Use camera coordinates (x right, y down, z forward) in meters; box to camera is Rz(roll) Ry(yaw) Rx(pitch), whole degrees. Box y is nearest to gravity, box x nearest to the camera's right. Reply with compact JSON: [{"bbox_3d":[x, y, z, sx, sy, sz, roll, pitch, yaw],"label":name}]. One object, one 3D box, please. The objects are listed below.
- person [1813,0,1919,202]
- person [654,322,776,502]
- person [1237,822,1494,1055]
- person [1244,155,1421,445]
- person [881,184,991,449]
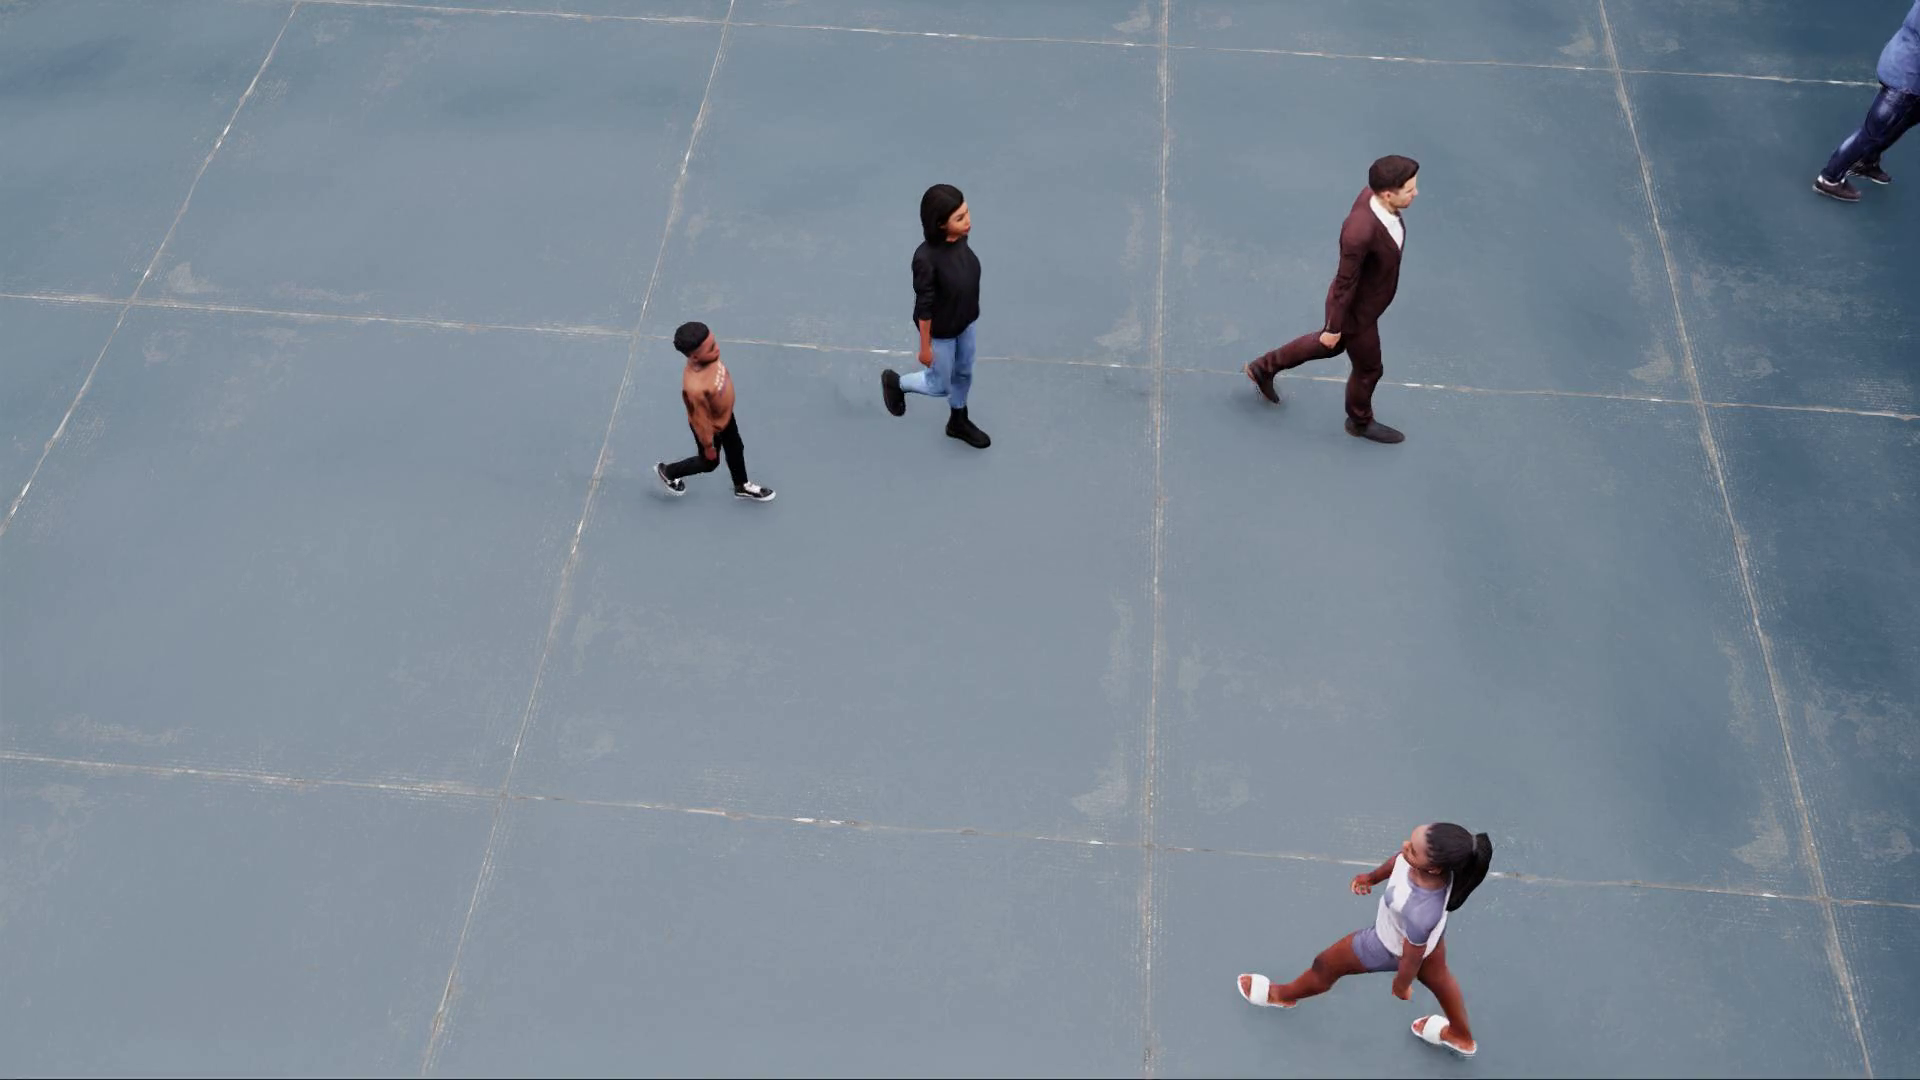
[{"bbox_3d":[5.403,-2.715,9.595,0.782,1.805,0.807,18,54,13],"label":"person"},{"bbox_3d":[-1.300,-0.606,8.319,0.851,1.240,0.566,7,53,5],"label":"person"},{"bbox_3d":[1.781,1.548,6.377,1.292,1.672,0.902,19,55,14],"label":"person"},{"bbox_3d":[1.933,-1.229,8.420,1.232,1.844,0.886,16,54,12],"label":"person"},{"bbox_3d":[-0.136,-1.110,8.431,0.964,1.680,0.819,28,57,20],"label":"person"}]
